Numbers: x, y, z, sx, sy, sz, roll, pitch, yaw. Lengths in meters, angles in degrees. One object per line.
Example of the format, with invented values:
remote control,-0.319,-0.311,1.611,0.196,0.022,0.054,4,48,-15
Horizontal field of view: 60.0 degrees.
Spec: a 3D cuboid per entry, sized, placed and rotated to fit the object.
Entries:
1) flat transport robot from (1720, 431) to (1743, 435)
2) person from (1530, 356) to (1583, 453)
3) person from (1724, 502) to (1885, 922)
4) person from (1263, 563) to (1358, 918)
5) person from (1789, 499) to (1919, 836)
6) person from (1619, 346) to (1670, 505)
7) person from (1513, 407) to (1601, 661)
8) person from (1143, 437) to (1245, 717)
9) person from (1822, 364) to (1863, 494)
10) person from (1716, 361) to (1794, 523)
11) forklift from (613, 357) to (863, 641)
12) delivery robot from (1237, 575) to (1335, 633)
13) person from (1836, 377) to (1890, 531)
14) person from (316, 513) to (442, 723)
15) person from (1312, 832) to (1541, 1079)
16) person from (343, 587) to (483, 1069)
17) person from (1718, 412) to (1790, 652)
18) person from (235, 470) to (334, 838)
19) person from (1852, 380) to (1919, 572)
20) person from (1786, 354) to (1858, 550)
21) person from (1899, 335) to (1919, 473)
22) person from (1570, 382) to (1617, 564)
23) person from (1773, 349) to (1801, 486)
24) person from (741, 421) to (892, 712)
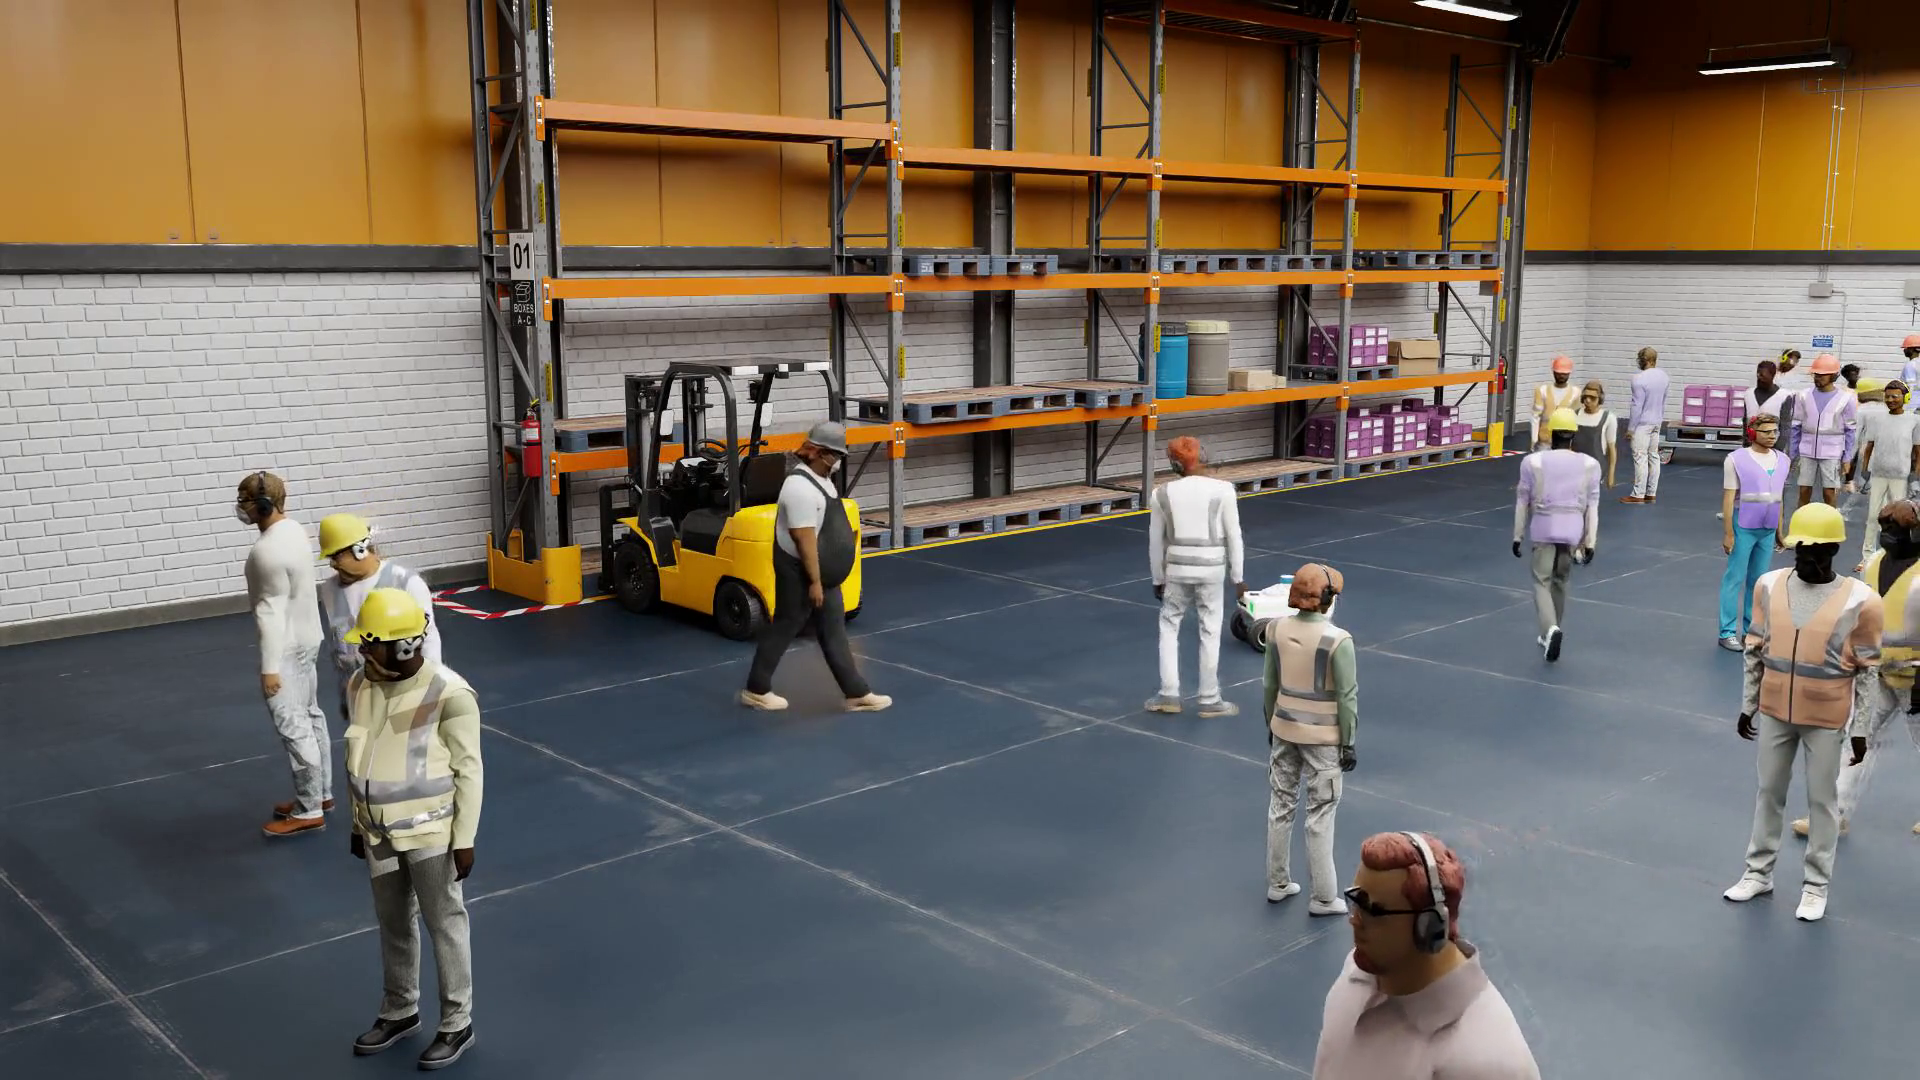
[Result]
flat transport robot,12.341,-1.610,26.481,0.652,0.197,1.431,5,11,26
person,6.961,-1.214,19.423,0.545,1.901,0.958,4,10,22
person,3.875,0.780,7.640,0.380,1.928,0.586,-8,13,-39
person,1.611,0.917,7.686,0.310,1.640,0.514,-8,13,-39
person,4.867,0.684,8.609,0.953,1.800,0.634,-3,10,-16
person,8.372,-1.393,20.337,0.631,1.939,0.372,-7,12,-34
person,4.516,-0.048,12.571,0.596,1.904,0.810,1,10,7
person,1.529,0.259,10.922,0.657,1.860,0.384,4,10,20
person,11.301,-1.397,21.160,0.562,1.670,0.369,-1,10,-6
person,8.929,-1.059,18.570,0.985,1.866,0.621,-6,11,-30
forklift,-1.847,-0.414,13.852,1.214,2.155,2.313,-9,13,-42
delivery robot,2.533,0.517,12.921,0.707,0.478,0.477,-1,10,-9
person,10.138,-0.969,18.591,0.499,1.684,0.918,-4,10,-21
person,-2.862,0.724,8.408,0.643,1.781,0.658,2,10,12
person,0.963,1.516,3.538,0.968,1.866,0.654,-3,10,-16
person,-2.070,1.069,6.236,0.600,1.827,0.403,4,11,25
person,6.121,-0.069,12.849,0.566,1.846,0.389,-3,10,-18
person,-3.556,0.591,8.761,0.376,1.932,0.632,-2,10,-11
person,8.860,-0.591,15.843,0.534,1.868,0.309,9,13,44
person,8.803,-0.880,17.030,0.385,2.039,0.614,-10,14,-44
person,13.345,-1.917,23.409,0.553,1.934,0.364,-8,13,-40
person,6.215,-0.676,16.559,0.517,1.789,0.989,8,13,41
person,10.680,-1.609,21.939,0.657,1.833,0.335,4,10,22
person,-1.002,0.148,11.015,1.016,2.000,0.699,2,10,12
